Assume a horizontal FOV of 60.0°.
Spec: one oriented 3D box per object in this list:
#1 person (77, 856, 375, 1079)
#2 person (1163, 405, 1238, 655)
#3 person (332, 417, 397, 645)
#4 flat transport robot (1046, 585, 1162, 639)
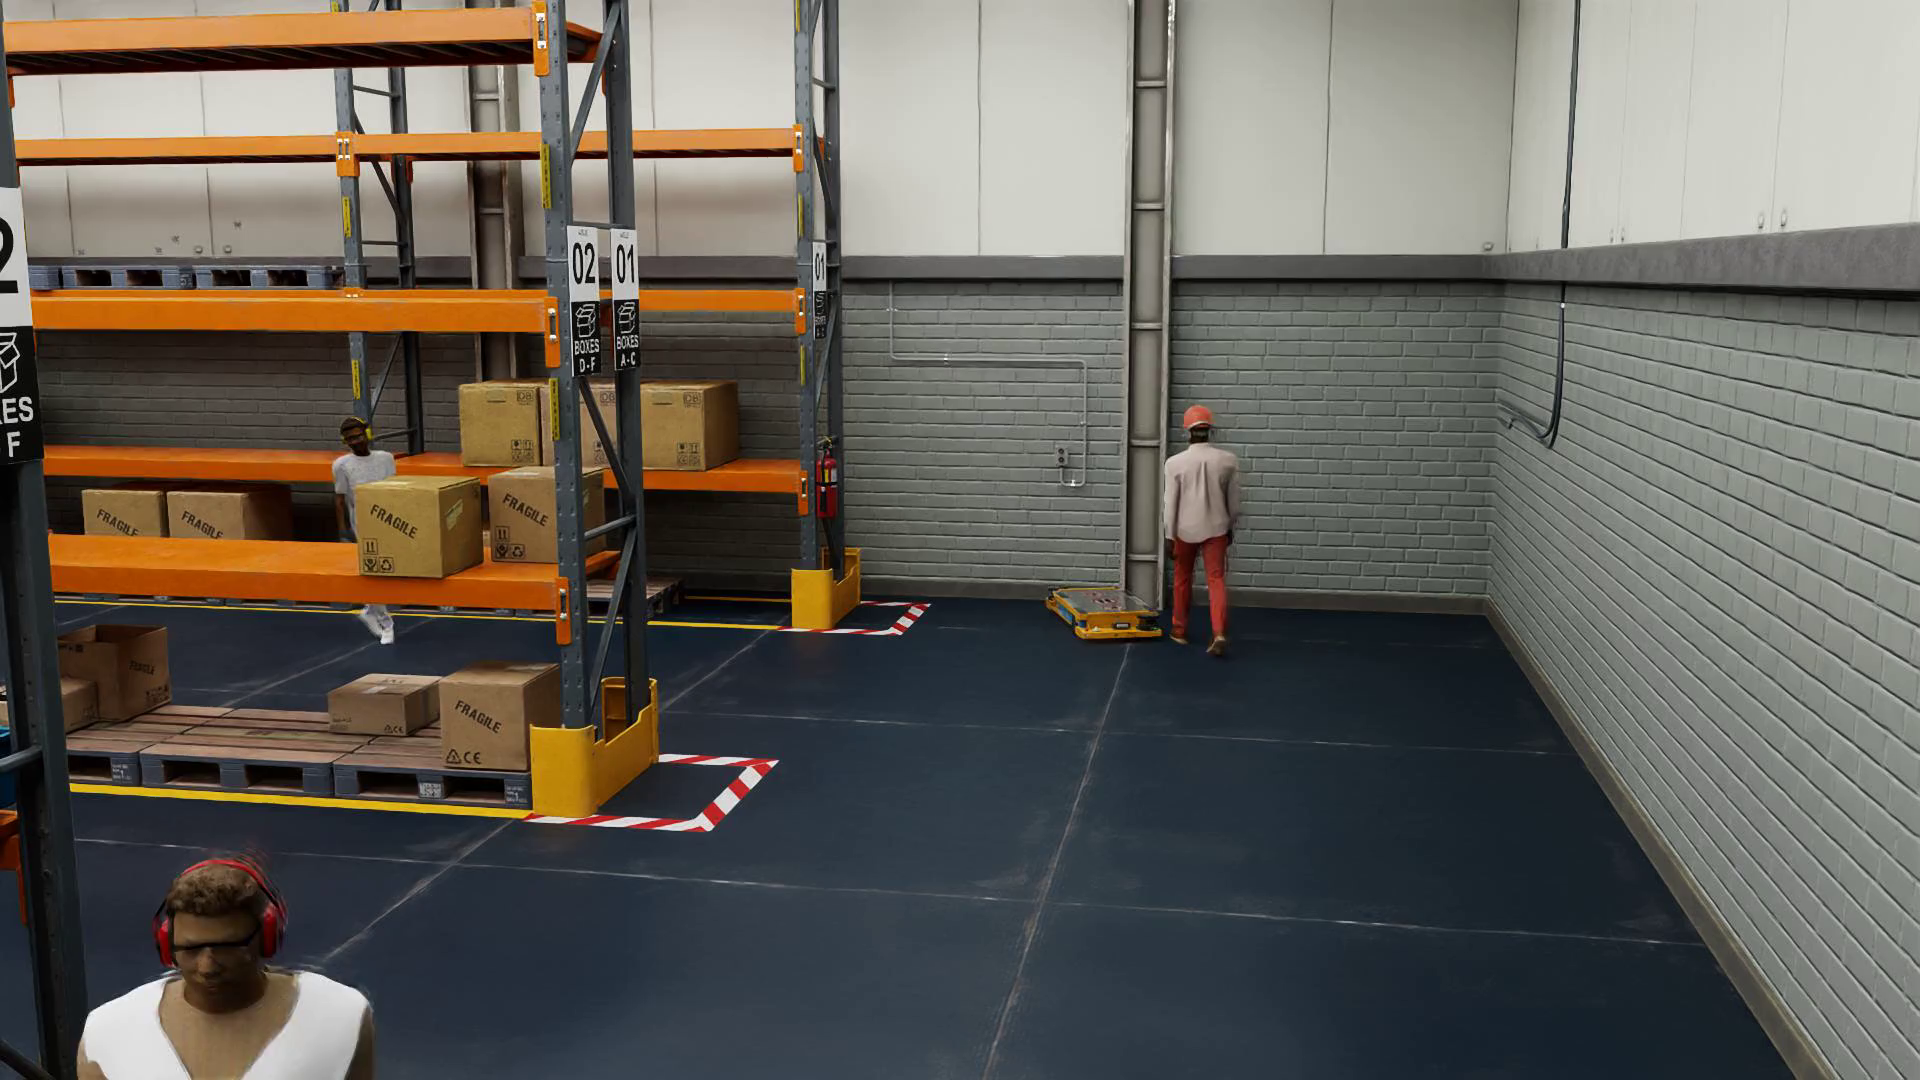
[{"bbox_3d":[-1.483,1.555,3.339,0.578,1.819,0.771,-1,9,-8],"label":"person"},{"bbox_3d":[1.900,-0.085,13.079,0.617,1.956,0.927,0,9,-3],"label":"person"},{"bbox_3d":[-4.720,-0.085,13.425,0.610,1.837,0.562,-8,12,-39],"label":"person"},{"bbox_3d":[1.195,0.595,14.069,0.652,0.197,1.431,-2,9,-9],"label":"flat transport robot"}]
